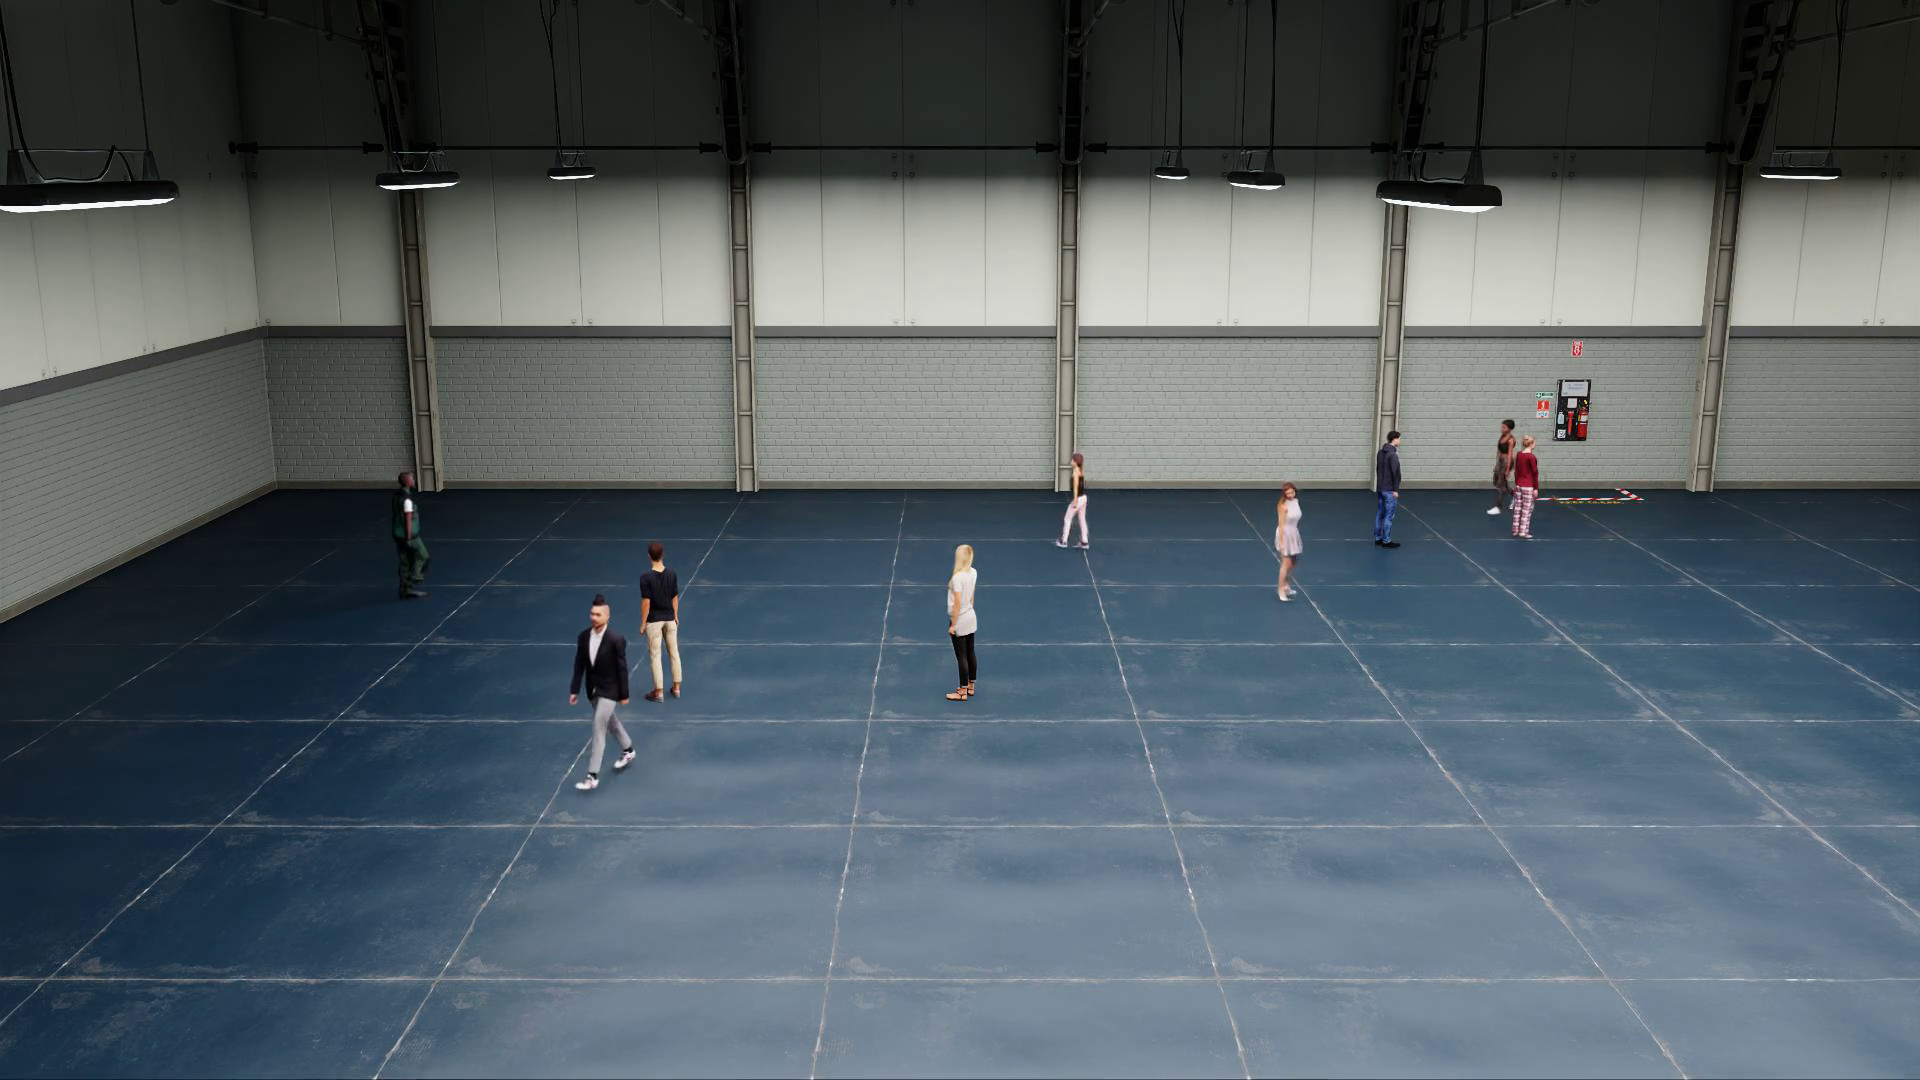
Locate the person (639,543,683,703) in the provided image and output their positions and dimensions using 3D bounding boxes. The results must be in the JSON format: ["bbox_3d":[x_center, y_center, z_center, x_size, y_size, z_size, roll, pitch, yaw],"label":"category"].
[{"bbox_3d":[-3.447,0.941,19.190,0.678,1.849,0.774,-10,16,-36],"label":"person"}]

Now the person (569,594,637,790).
[{"bbox_3d":[-3.536,1.482,16.730,1.295,1.905,1.186,7,15,29],"label":"person"}]

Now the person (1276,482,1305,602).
[{"bbox_3d":[4.615,0.023,23.418,0.885,1.731,0.812,9,16,34],"label":"person"}]

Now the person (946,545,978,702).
[{"bbox_3d":[0.047,0.942,19.234,0.681,1.827,0.677,7,15,28],"label":"person"}]

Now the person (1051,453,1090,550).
[{"bbox_3d":[1.947,-0.603,26.538,0.924,1.543,0.777,7,15,28],"label":"person"}]

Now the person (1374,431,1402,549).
[{"bbox_3d":[6.861,-0.823,26.720,0.683,1.890,0.737,-4,14,-17],"label":"person"}]

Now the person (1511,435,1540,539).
[{"bbox_3d":[9.335,-0.895,27.452,0.653,1.700,0.691,-6,14,-23],"label":"person"}]

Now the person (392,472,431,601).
[{"bbox_3d":[-7.890,-0.041,23.485,0.871,1.826,0.817,-12,17,-41],"label":"person"}]

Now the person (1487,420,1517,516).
[{"bbox_3d":[9.608,-1.277,29.133,0.930,1.684,0.694,-2,13,-10],"label":"person"}]
